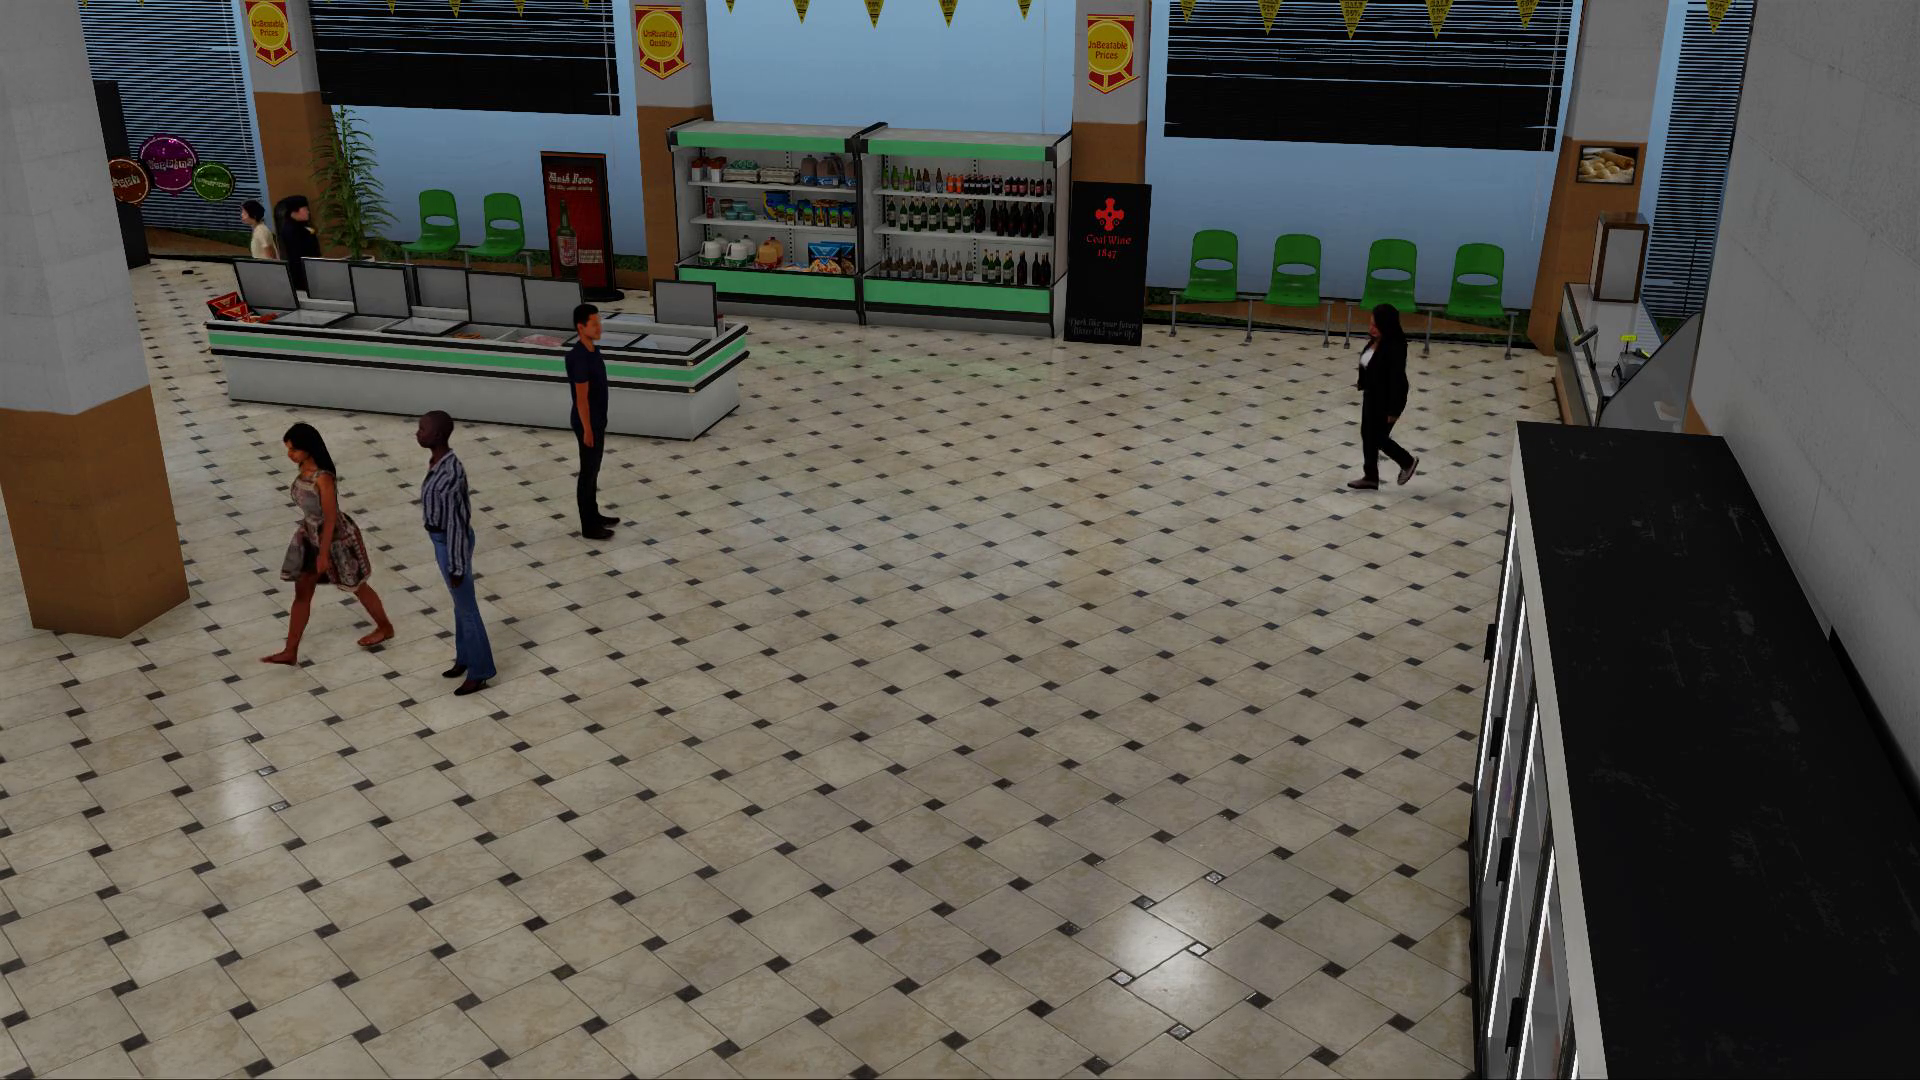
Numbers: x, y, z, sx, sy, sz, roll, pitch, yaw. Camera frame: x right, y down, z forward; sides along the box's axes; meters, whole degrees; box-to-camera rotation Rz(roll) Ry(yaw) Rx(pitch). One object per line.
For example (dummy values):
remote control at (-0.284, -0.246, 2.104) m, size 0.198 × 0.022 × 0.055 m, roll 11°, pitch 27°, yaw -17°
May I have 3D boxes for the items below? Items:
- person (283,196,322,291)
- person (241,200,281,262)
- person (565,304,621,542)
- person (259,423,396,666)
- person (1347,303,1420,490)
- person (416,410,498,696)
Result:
person at (-6.809, -2.727, 17.213) m, size 0.753 × 1.666 × 0.776 m, roll -2°, pitch 22°, yaw -5°
person at (-7.186, -2.776, 17.516) m, size 1.151 × 1.530 × 1.007 m, roll -8°, pitch 23°, yaw -19°
person at (-2.784, -0.897, 12.494) m, size 0.618 × 1.789 × 0.694 m, roll -1°, pitch 22°, yaw -2°
person at (-3.887, 0.016, 10.487) m, size 1.058 × 1.590 × 1.146 m, roll -19°, pitch 29°, yaw -40°
person at (3.449, -1.114, 13.298) m, size 0.961 × 1.591 × 0.885 m, roll -3°, pitch 22°, yaw -8°
person at (-3.061, 0.069, 10.082) m, size 0.736 × 1.795 × 0.697 m, roll -10°, pitch 24°, yaw -23°
